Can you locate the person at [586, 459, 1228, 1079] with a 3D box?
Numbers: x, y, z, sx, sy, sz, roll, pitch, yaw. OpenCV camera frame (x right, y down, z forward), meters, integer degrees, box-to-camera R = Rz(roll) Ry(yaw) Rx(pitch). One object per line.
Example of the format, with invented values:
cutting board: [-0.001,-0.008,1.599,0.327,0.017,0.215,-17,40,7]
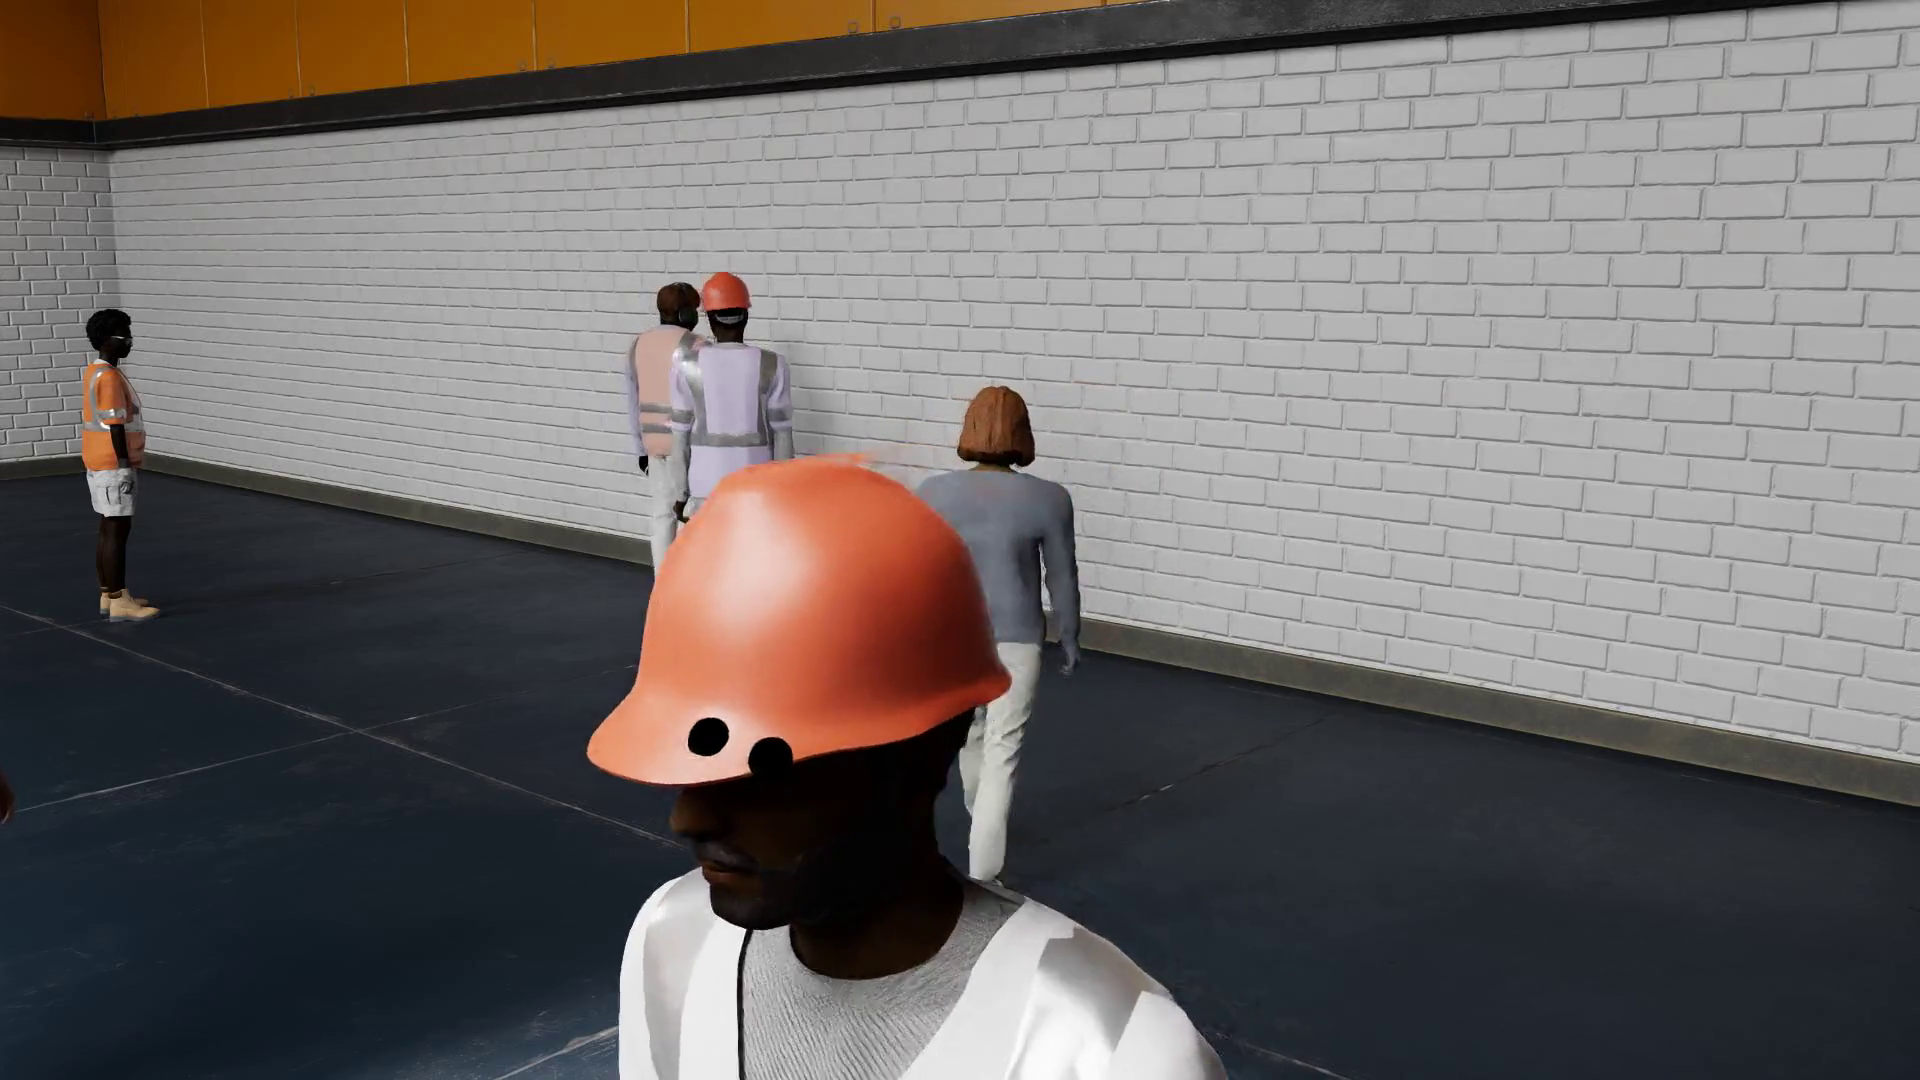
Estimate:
person: [-0.002,0.847,1.426,0.565,1.892,0.987,8,13,40]

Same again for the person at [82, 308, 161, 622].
person: [-4.607,-0.410,9.083,0.317,1.698,0.540,-7,12,-34]

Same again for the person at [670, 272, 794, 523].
person: [-1.041,-0.247,7.628,0.557,1.919,0.604,-2,10,-9]

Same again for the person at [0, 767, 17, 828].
person: [-2.196,0.536,3.510,0.310,1.769,0.523,0,10,1]

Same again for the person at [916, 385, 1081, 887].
person: [0.129,0.308,5.281,0.519,1.587,0.835,2,10,11]

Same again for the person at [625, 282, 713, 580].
person: [-1.552,-0.513,9.277,0.633,1.841,0.429,7,12,35]
